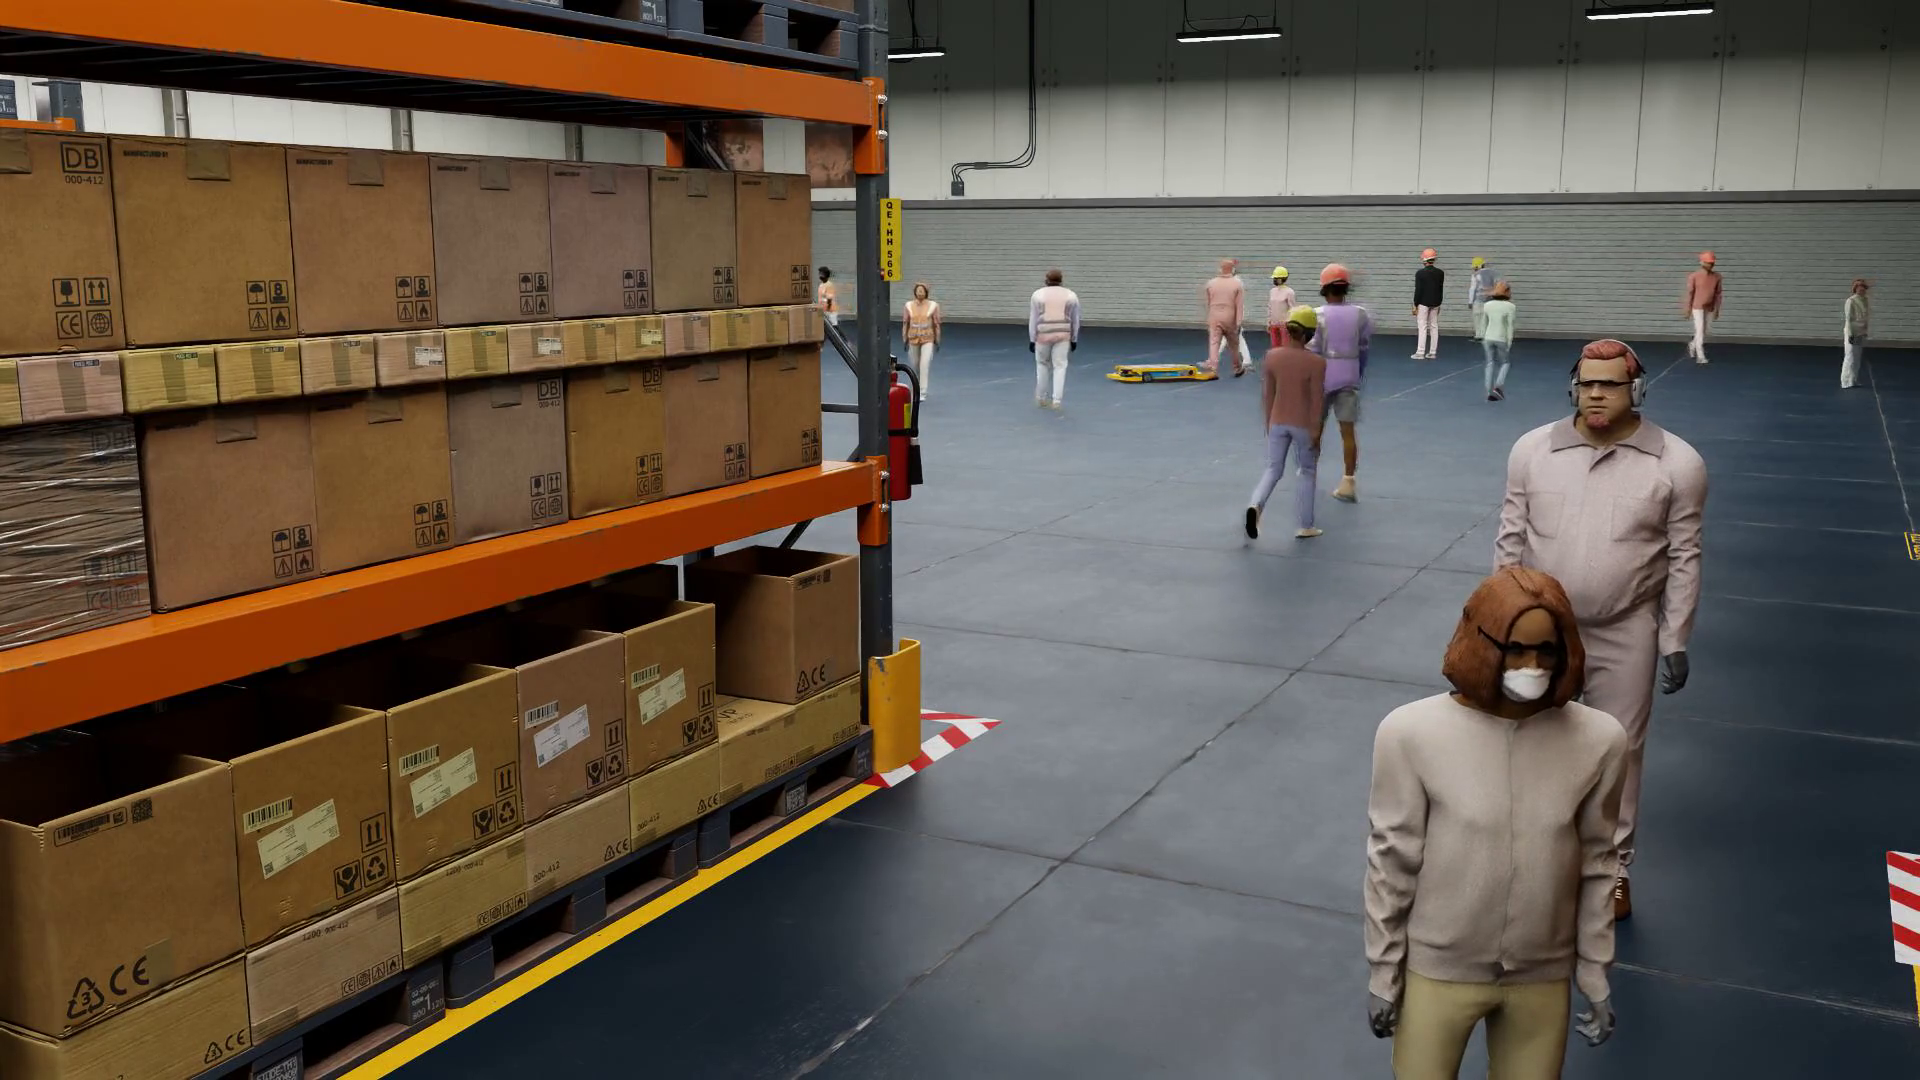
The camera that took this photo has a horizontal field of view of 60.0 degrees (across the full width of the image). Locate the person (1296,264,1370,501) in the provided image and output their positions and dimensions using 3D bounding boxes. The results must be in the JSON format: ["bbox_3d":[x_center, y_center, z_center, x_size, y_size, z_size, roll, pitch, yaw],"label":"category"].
[{"bbox_3d":[3.217,-1.364,14.326,0.623,1.993,1.029,-1,10,-6],"label":"person"}]

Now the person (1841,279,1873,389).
[{"bbox_3d":[13.184,-3.020,24.386,0.667,1.610,0.339,-6,12,-29],"label":"person"}]

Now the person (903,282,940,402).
[{"bbox_3d":[-0.520,-2.715,22.706,0.517,1.616,0.668,2,11,12],"label":"person"}]

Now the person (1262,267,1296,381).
[{"bbox_3d":[4.898,-3.292,25.455,0.329,1.765,0.526,-7,12,-33],"label":"person"}]

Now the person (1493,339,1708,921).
[{"bbox_3d":[2.075,0.296,5.492,0.641,1.910,0.401,6,12,30],"label":"person"}]

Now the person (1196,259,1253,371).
[{"bbox_3d":[4.438,-3.708,27.509,0.972,1.835,0.600,0,10,1],"label":"person"}]

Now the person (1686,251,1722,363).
[{"bbox_3d":[13.118,-4.121,29.419,0.624,1.971,0.786,-1,10,-4],"label":"person"}]

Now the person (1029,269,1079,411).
[{"bbox_3d":[1.204,-2.605,21.593,0.659,1.800,0.907,-1,10,-4],"label":"person"}]

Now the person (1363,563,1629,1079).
[{"bbox_3d":[1.026,0.849,3.230,0.497,1.632,0.289,0,10,-2],"label":"person"}]

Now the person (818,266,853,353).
[{"bbox_3d":[-2.445,-4.334,31.405,0.810,1.664,0.553,-5,12,-26],"label":"person"}]

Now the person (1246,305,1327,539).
[{"bbox_3d":[2.409,-0.847,12.176,0.525,1.740,0.728,8,13,39],"label":"person"}]

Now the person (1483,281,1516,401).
[{"bbox_3d":[7.277,-2.676,22.475,0.356,1.622,0.499,-9,14,-42],"label":"person"}]

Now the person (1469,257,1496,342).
[{"bbox_3d":[11.069,-5.079,35.164,0.732,1.792,0.405,-4,11,-22],"label":"person"}]

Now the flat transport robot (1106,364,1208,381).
[{"bbox_3d":[3.050,-2.591,25.702,1.431,0.197,0.652,-3,11,-19],"label":"flat transport robot"}]

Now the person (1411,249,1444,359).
[{"bbox_3d":[8.505,-4.290,30.258,0.613,1.997,0.374,-4,11,-22],"label":"person"}]

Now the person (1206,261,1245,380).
[{"bbox_3d":[4.144,-3.428,25.987,0.643,1.843,1.039,4,11,23],"label":"person"}]
